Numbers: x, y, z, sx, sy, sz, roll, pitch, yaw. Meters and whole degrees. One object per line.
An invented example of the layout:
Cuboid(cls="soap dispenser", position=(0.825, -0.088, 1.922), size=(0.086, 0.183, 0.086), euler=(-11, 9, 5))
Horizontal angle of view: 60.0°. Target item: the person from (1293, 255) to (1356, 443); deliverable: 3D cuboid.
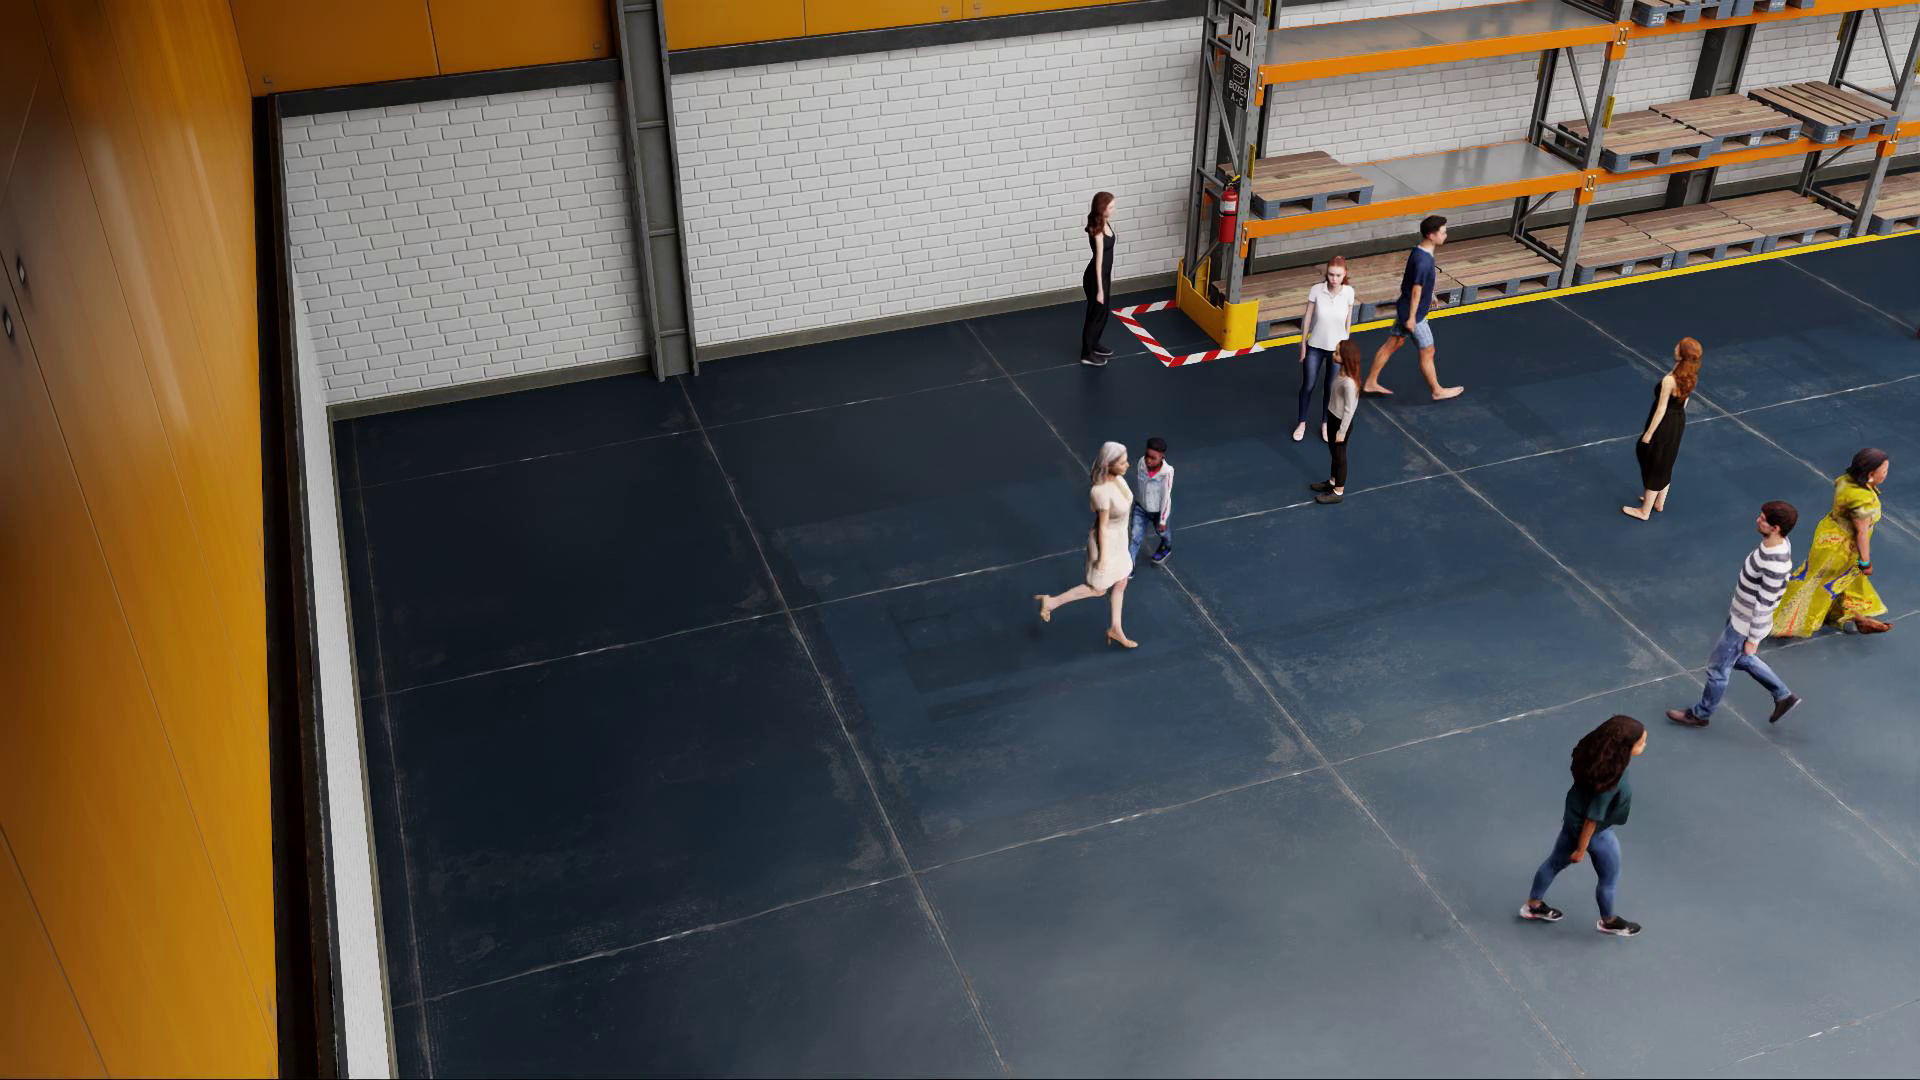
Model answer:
Cuboid(cls="person", position=(3.212, -1.682, 14.612), size=(0.606, 1.739, 0.714), euler=(4, 34, 6))

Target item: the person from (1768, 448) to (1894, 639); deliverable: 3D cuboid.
Cuboid(cls="person", position=(6.284, 0.069, 12.088), size=(1.337, 1.617, 1.228), euler=(11, 35, 16))

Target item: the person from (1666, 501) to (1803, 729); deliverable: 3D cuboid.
Cuboid(cls="person", position=(5.390, 0.561, 11.156), size=(1.141, 1.830, 1.055), euler=(12, 35, 17))

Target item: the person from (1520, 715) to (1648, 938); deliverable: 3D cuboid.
Cuboid(cls="person", position=(3.588, 1.660, 9.719), size=(1.010, 1.590, 0.848), euler=(4, 34, 5))

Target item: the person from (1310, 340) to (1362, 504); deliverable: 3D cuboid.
Cuboid(cls="person", position=(3.159, -0.988, 13.798), size=(0.583, 1.484, 0.608), euler=(1, 34, 1))

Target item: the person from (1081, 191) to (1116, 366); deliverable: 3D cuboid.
Cuboid(cls="person", position=(1.301, -2.499, 15.838), size=(0.699, 1.742, 0.676), euler=(7, 34, 11))

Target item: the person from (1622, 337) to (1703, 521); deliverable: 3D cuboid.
Cuboid(cls="person", position=(5.754, -0.909, 13.552), size=(0.588, 1.624, 0.703), euler=(-22, 40, -30))

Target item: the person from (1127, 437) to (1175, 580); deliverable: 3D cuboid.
Cuboid(cls="person", position=(1.548, -0.292, 12.989), size=(0.825, 1.221, 0.981), euler=(22, 40, 30))

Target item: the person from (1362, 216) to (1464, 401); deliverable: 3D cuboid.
Cuboid(cls="person", position=(4.049, -2.087, 15.169), size=(1.219, 1.797, 0.978), euler=(4, 34, 6))

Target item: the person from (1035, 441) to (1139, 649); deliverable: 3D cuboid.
Cuboid(cls="person", position=(0.971, 0.048, 12.029), size=(1.104, 1.717, 0.954), euler=(8, 35, 12))
